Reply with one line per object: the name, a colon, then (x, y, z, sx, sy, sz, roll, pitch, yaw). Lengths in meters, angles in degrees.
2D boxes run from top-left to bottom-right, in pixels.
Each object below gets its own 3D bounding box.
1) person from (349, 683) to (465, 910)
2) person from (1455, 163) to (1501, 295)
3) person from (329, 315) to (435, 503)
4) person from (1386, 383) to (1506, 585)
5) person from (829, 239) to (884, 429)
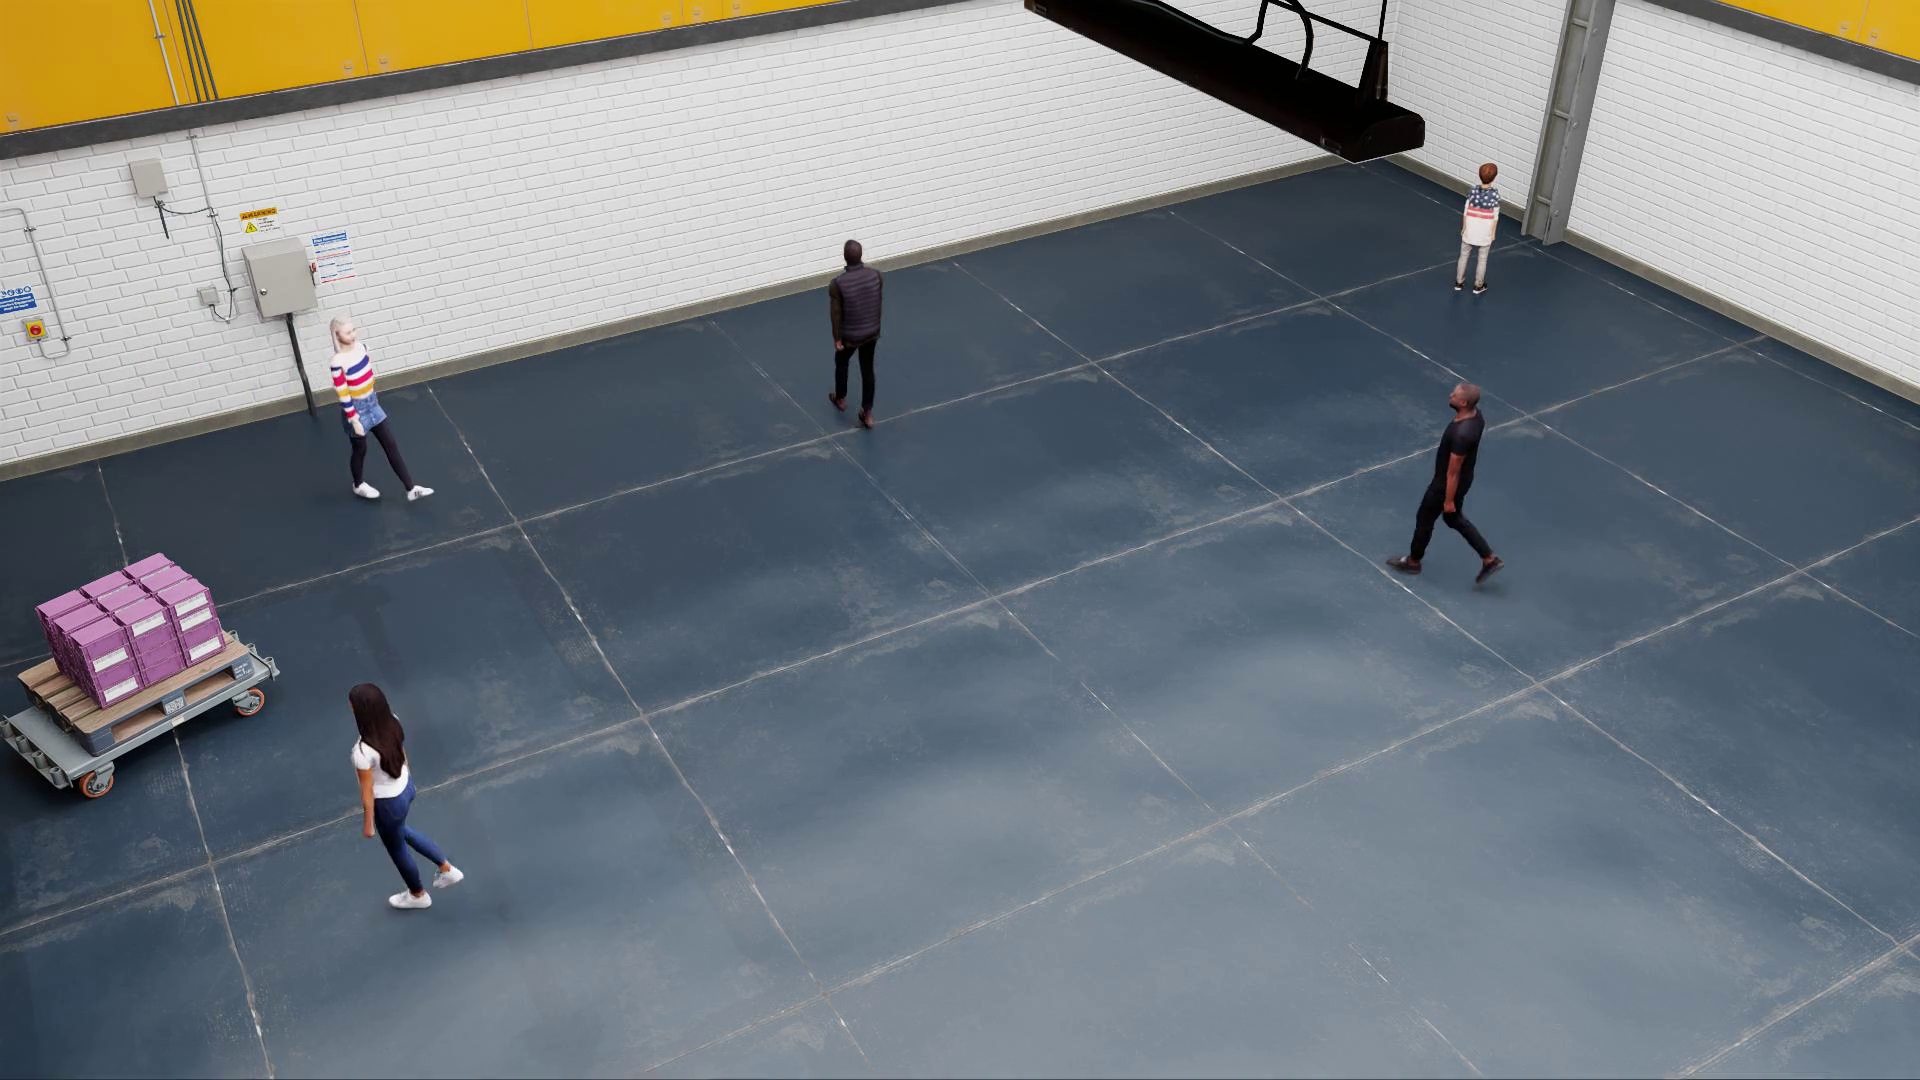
person: (-3.357, 1.601, 10.097, 0.840, 1.763, 0.790, 3, 34, 4)
person: (5.572, -3.357, 17.849, 0.558, 1.438, 0.655, 18, 38, 25)
person: (-5.167, -1.093, 14.144, 1.148, 1.769, 1.052, 11, 35, 16)
person: (3.957, -0.413, 13.099, 1.254, 1.792, 1.051, 17, 37, 23)
person: (-0.902, -1.867, 15.264, 0.772, 1.818, 0.940, -13, 36, -19)
